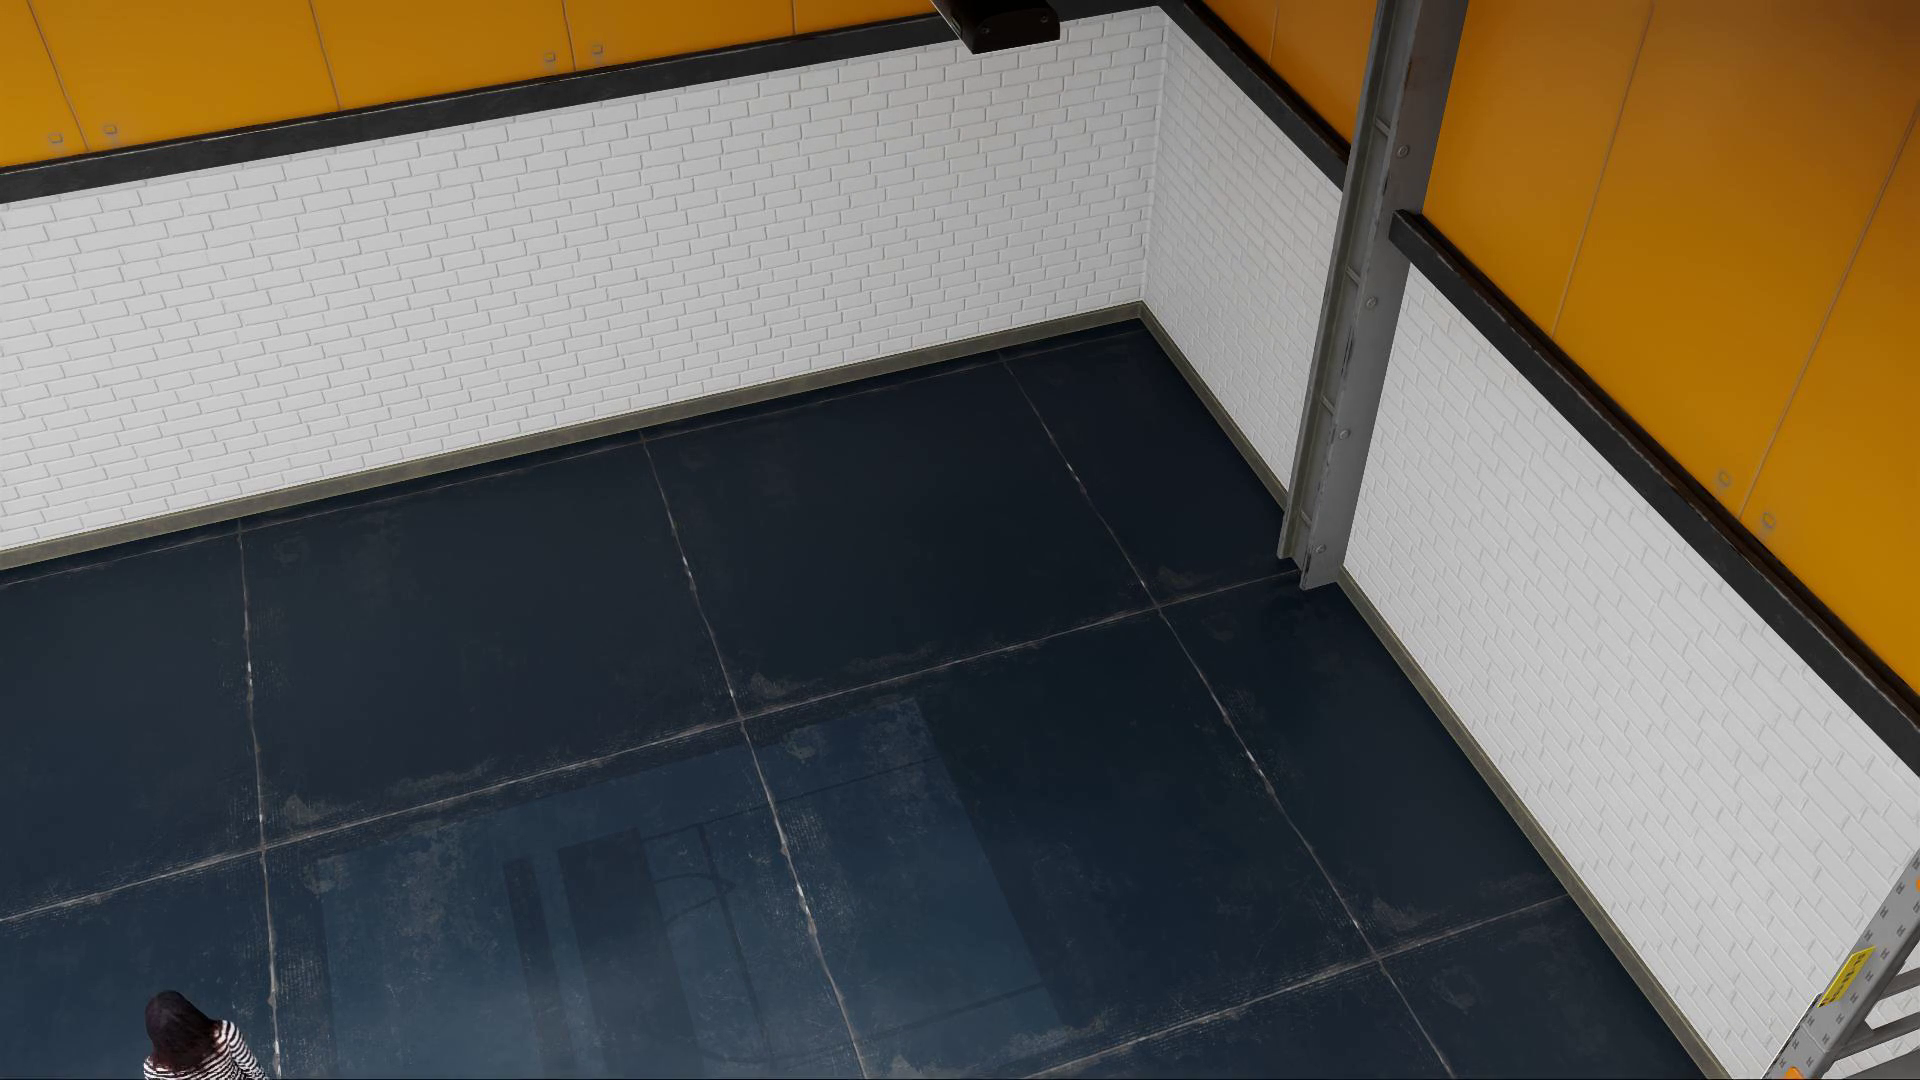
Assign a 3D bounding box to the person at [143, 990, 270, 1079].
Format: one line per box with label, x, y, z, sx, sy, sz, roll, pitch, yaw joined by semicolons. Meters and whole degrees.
person;-3.471;2.790;7.928;0.850;1.745;1.199;-27;50;-26
